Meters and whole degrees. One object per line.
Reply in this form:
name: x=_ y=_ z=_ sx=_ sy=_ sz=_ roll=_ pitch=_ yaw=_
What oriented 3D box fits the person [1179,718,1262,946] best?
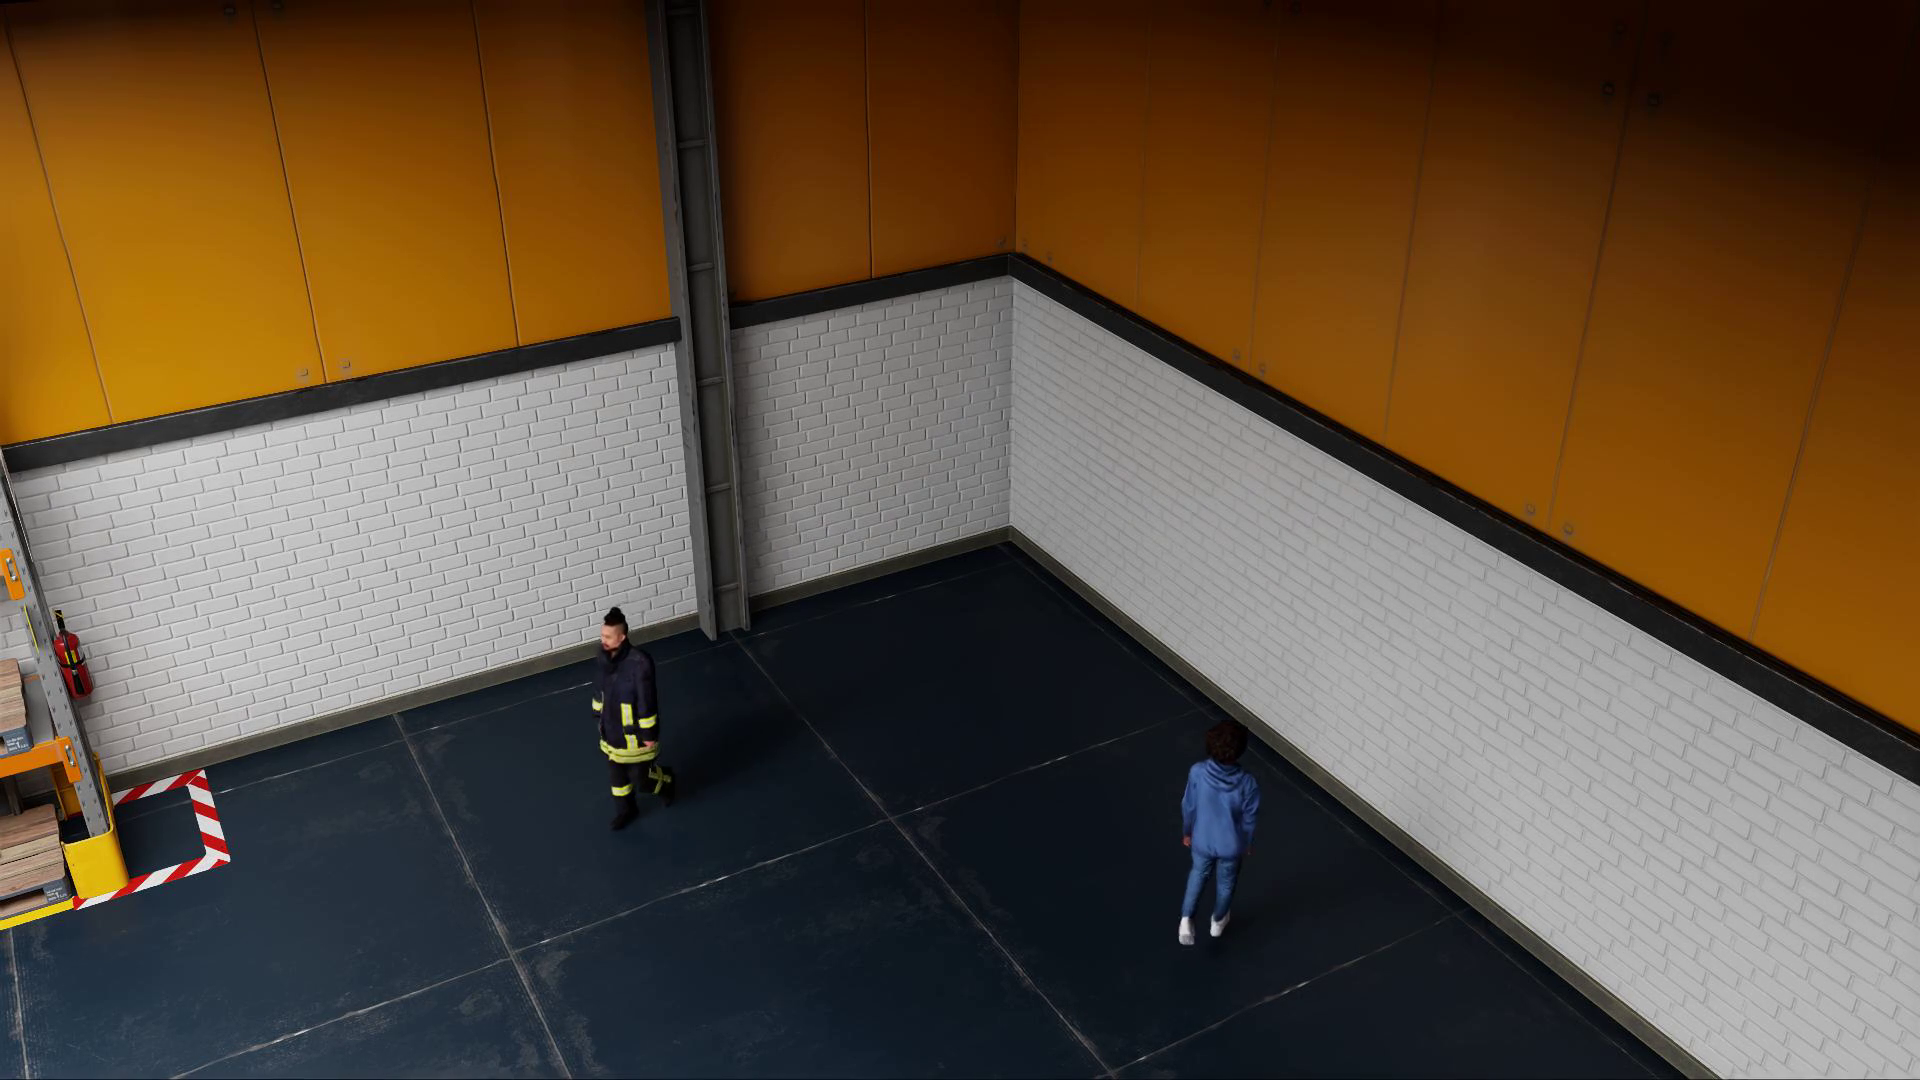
person: x=1.734 y=2.032 z=11.272 sx=0.947 sy=1.796 sz=1.044 roll=13 pitch=31 yaw=22

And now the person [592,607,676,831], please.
person: x=-2.447 y=1.319 z=12.521 sx=0.955 sy=1.852 sz=1.016 roll=17 pitch=33 yaw=28
